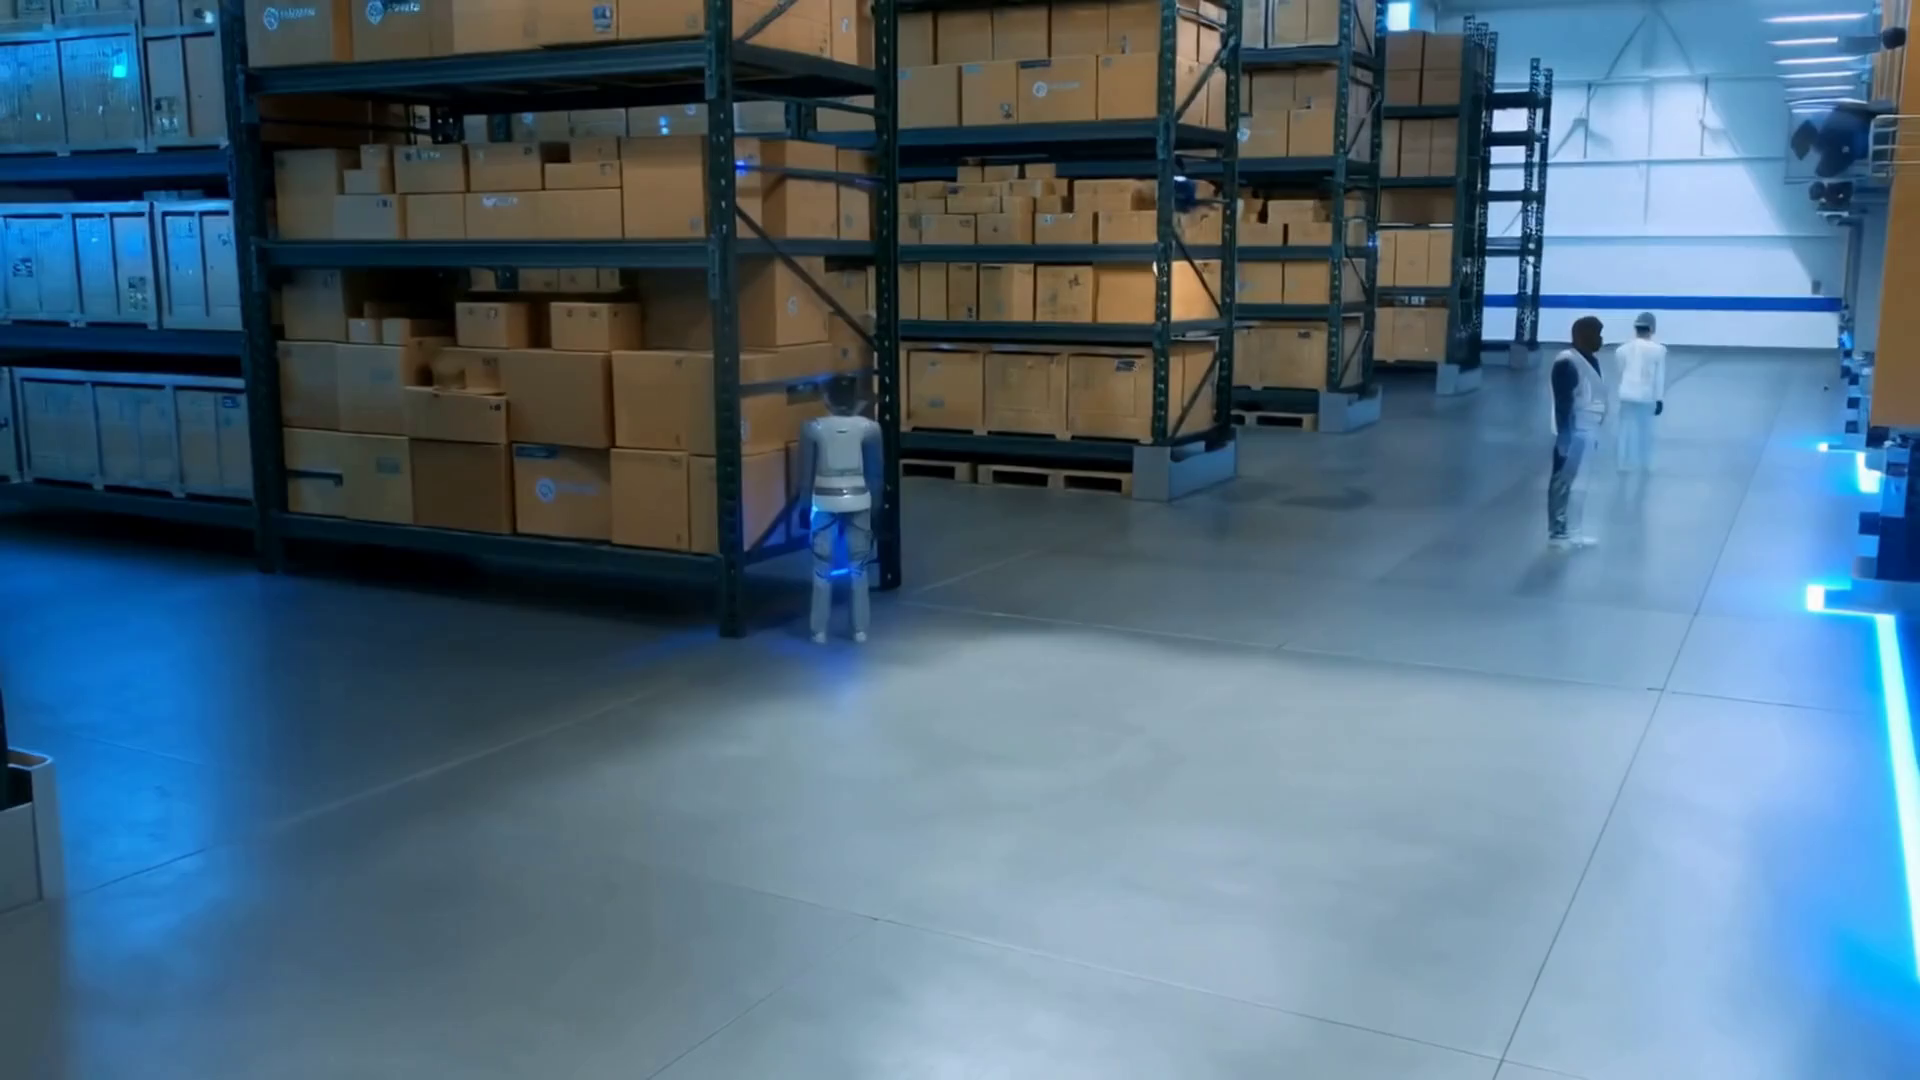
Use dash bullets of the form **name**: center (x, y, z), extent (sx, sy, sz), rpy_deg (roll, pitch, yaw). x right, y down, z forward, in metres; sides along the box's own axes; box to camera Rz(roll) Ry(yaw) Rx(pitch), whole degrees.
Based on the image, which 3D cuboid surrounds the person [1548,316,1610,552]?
- **person**: center (4.877, -0.837, 13.098), extent (0.430, 1.845, 0.622), rpy_deg (10, 14, 44)

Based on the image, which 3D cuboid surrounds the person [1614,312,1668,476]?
- **person**: center (7.207, -1.542, 17.559), extent (0.590, 1.705, 0.893), rpy_deg (10, 14, 44)

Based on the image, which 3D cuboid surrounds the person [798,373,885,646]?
- **person**: center (-0.700, -0.176, 9.884), extent (0.522, 1.631, 0.314), rpy_deg (-2, 10, -13)

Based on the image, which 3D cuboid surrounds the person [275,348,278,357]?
- **person**: center (-8.000, -1.987, 19.475), extent (0.354, 1.939, 0.544), rpy_deg (-3, 10, -17)
